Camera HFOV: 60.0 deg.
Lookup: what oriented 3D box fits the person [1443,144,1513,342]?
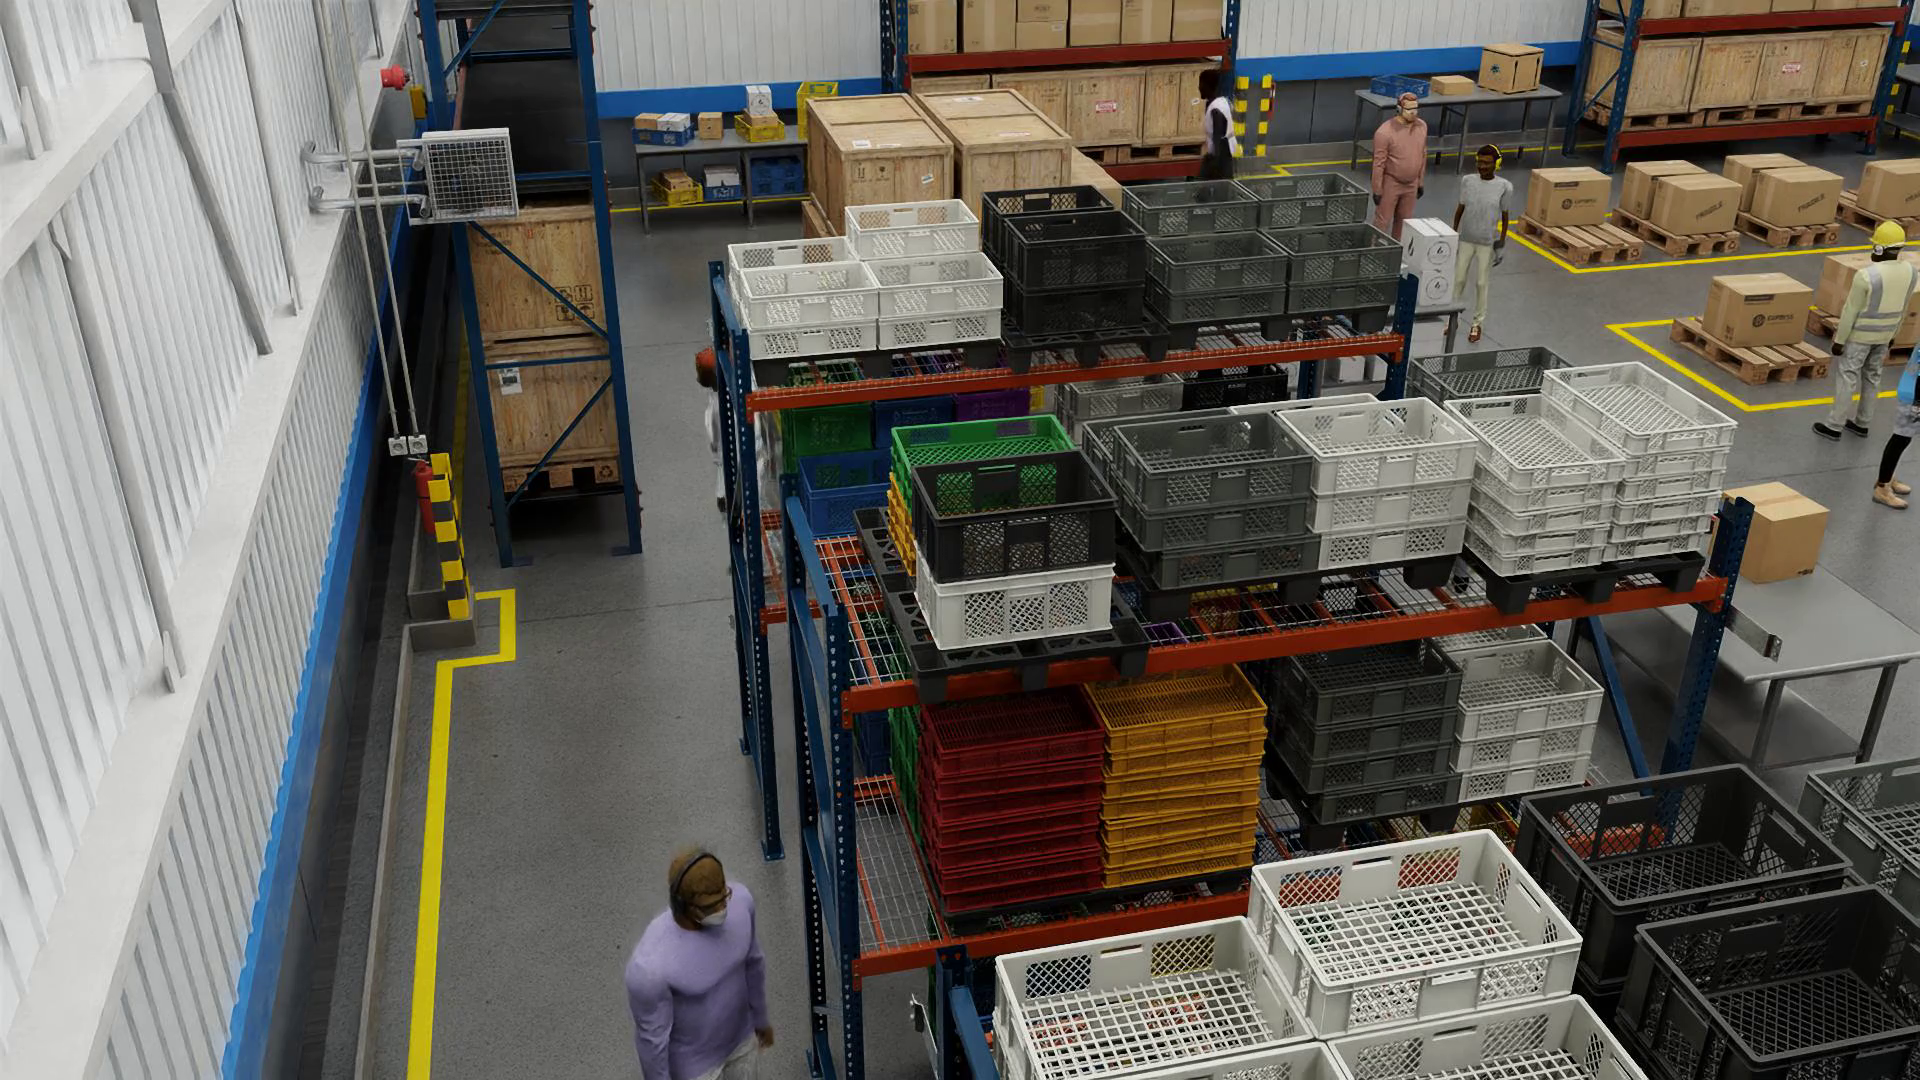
[{"bbox_3d":[4.849,-2.787,15.603,0.532,1.869,0.311,17,32,29],"label":"person"}]

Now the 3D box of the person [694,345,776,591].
[{"bbox_3d":[-1.490,-0.467,11.218,0.499,1.848,0.598,-5,28,-9],"label":"person"}]

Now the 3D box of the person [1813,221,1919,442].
[{"bbox_3d":[7.406,-1.696,13.584,0.597,1.824,0.403,-8,29,-14],"label":"person"}]

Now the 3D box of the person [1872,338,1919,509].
[{"bbox_3d":[7.238,-1.079,12.545,0.320,1.695,0.537,17,32,30],"label":"person"}]

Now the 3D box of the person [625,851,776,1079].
[{"bbox_3d":[-0.963,1.995,6.471,0.401,1.933,0.631,18,33,30],"label":"person"}]

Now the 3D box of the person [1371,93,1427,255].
[{"bbox_3d":[4.566,-3.699,17.308,0.647,1.901,0.402,-12,30,-22],"label":"person"}]

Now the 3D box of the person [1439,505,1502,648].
[{"bbox_3d":[3.140,0.088,10.178,0.429,1.843,0.627,14,31,25],"label":"person"}]
